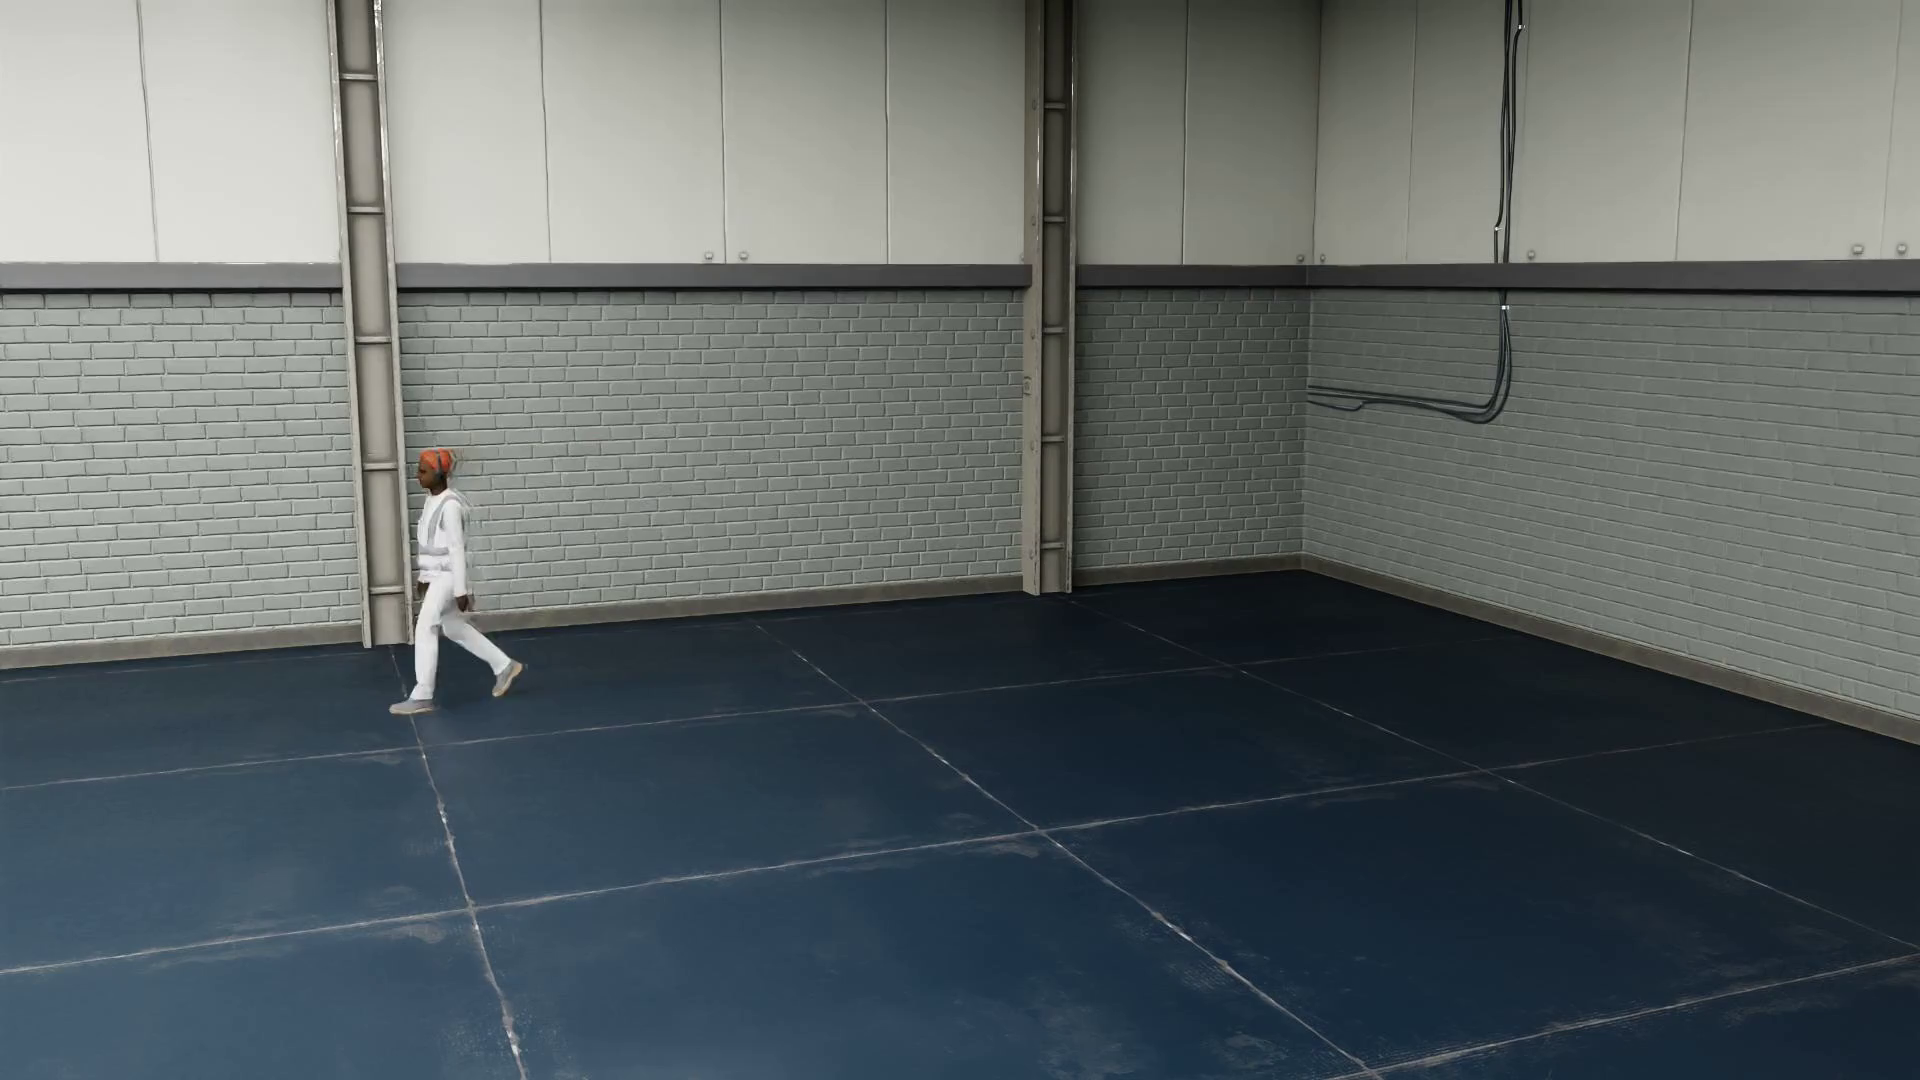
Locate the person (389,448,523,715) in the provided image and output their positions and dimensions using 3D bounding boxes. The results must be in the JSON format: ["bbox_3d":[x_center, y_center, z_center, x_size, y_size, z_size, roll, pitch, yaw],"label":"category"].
[{"bbox_3d":[-3.548,0.269,11.650,0.892,1.851,0.575,-4,10,-25],"label":"person"}]
